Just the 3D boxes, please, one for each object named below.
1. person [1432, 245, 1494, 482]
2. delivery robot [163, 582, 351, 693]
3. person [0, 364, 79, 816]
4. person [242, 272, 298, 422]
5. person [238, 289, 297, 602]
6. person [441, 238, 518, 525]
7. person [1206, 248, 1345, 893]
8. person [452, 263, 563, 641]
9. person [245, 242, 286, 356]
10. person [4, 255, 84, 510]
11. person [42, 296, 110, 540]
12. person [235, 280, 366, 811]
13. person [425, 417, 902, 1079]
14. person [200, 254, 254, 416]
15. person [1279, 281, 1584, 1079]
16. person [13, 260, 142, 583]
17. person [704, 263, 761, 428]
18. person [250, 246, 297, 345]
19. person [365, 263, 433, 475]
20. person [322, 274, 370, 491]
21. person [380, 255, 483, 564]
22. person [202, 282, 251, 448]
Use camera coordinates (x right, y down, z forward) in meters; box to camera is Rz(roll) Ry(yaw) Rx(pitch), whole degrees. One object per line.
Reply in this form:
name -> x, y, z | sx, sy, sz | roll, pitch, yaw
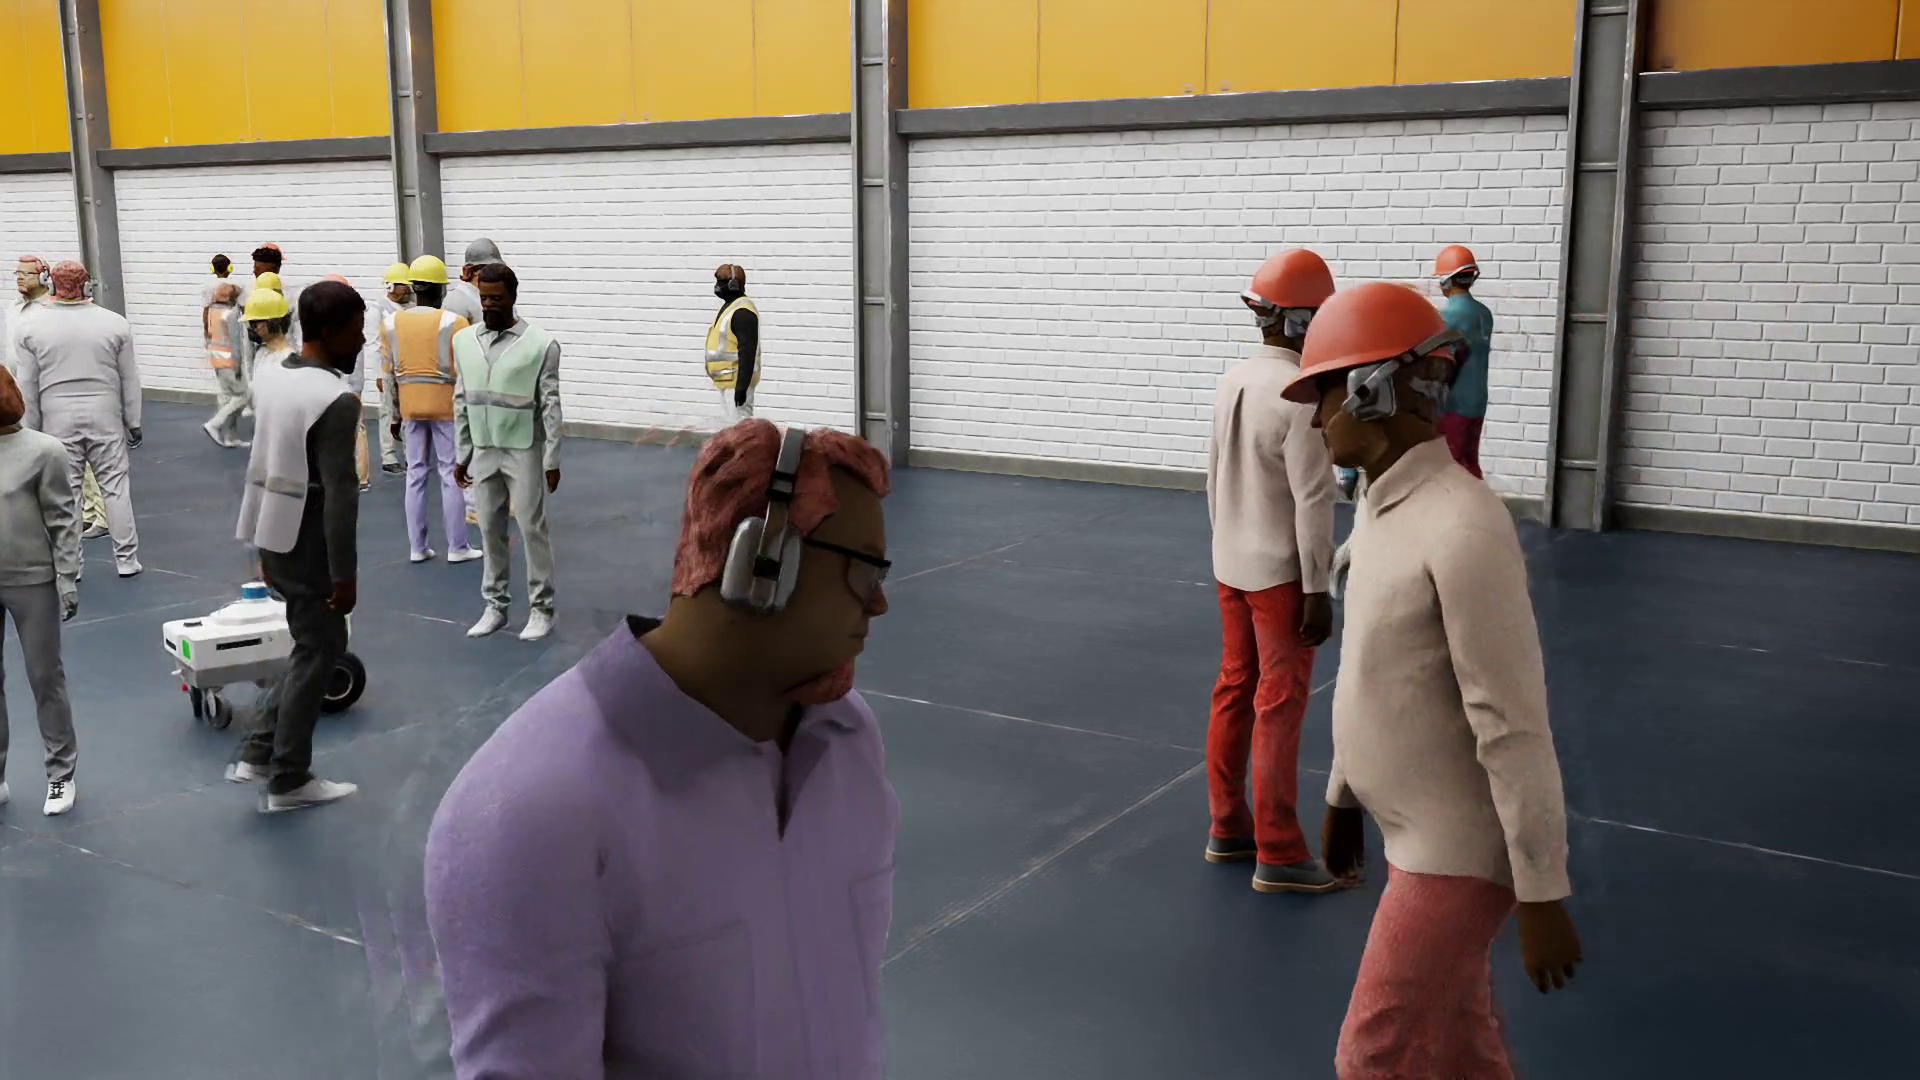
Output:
person -> 3.027, -0.802, 10.208 | 0.392, 1.991, 0.613 | 9, 14, 42
delivery robot -> -3.007, 0.426, 7.127 | 0.707, 0.478, 0.477 | -8, 13, -37
person -> -3.353, 0.168, 5.827 | 0.508, 1.631, 0.270 | -1, 10, -8
person -> -6.050, -1.483, 14.675 | 0.489, 1.744, 0.295 | 2, 10, 9
person -> -3.642, -0.452, 8.903 | 0.312, 1.766, 0.533 | -7, 13, -36
person -> -3.349, -1.138, 11.937 | 0.538, 2.000, 0.686 | 4, 11, 20
person -> 0.995, 0.095, 5.228 | 0.392, 1.995, 0.612 | -4, 11, -19
person -> -2.289, -0.443, 8.465 | 0.590, 1.910, 0.390 | 3, 11, 16
person -> -7.075, -2.049, 17.109 | 0.612, 1.994, 0.395 | 7, 12, 34
person -> -6.792, -1.136, 12.286 | 0.642, 1.913, 0.409 | 4, 11, 19
person -> -5.988, -0.882, 11.310 | 0.327, 1.753, 0.563 | -8, 13, -39
person -> -2.297, 0.031, 5.878 | 0.439, 1.886, 0.600 | -9, 14, -42
person -> -0.313, 0.782, 1.866 | 1.017, 1.844, 0.664 | 9, 14, 42
person -> -8.421, -2.343, 19.109 | 0.517, 1.865, 0.328 | -4, 11, -20
person -> 0.851, 0.525, 2.968 | 0.613, 1.946, 0.639 | 1, 10, 5
person -> -5.220, -0.702, 9.895 | 0.651, 1.906, 0.403 | -6, 12, -30
person -> -1.762, -1.215, 12.915 | 0.429, 1.843, 0.629 | -4, 11, -21
person -> -6.205, -1.668, 15.079 | 0.368, 1.966, 0.602 | -8, 13, -37
person -> -4.848, -1.475, 14.416 | 0.403, 1.825, 0.596 | 5, 11, 26
person -> -4.978, -1.259, 13.404 | 0.343, 1.749, 0.573 | -2, 11, -13
person -> -3.295, -0.805, 10.404 | 0.594, 1.925, 0.369 | 1, 10, 7
person -> -7.123, -1.683, 16.113 | 0.436, 1.621, 0.547 | -10, 14, -44
